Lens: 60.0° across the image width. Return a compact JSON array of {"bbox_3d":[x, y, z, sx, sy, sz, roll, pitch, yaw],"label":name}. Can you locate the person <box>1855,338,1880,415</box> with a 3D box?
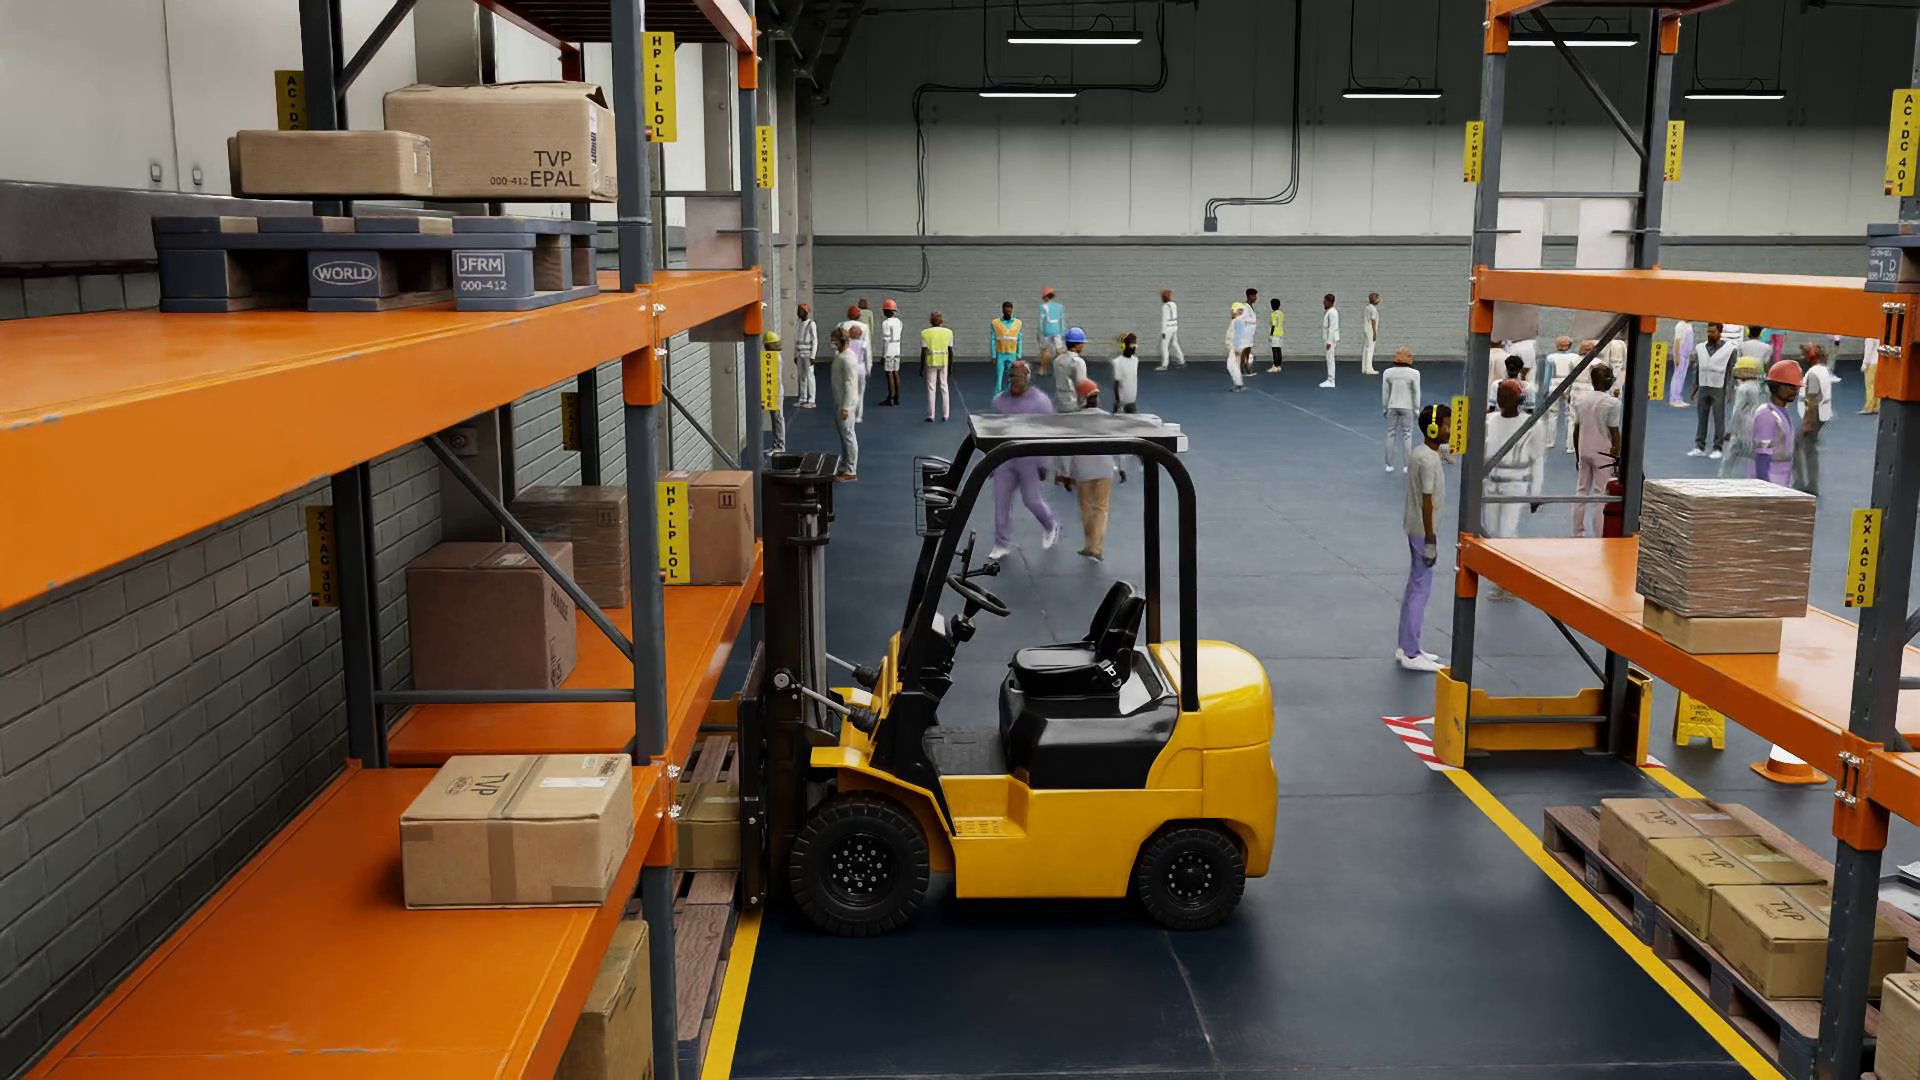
[{"bbox_3d":[15.819,-3.054,28.841,0.525,1.769,0.308,-7,12,-33],"label":"person"}]

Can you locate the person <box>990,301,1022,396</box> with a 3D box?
[{"bbox_3d":[0.834,-3.355,30.098,0.593,1.917,0.392,-2,10,-12],"label":"person"}]

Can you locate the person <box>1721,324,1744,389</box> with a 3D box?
[{"bbox_3d":[15.637,-4.002,33.797,0.576,1.882,0.355,0,10,-2],"label":"person"}]

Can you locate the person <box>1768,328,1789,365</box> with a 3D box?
[{"bbox_3d":[18.086,-4.615,36.921,0.610,1.986,0.392,2,10,13],"label":"person"}]

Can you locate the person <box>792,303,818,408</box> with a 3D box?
[{"bbox_3d":[-2.805,-3.324,30.012,0.345,1.882,0.584,-9,13,-40],"label":"person"}]

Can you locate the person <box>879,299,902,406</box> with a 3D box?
[{"bbox_3d":[-1.279,-3.419,30.383,0.350,1.942,0.545,5,11,27],"label":"person"}]

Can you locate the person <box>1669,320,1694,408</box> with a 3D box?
[{"bbox_3d":[13.048,-3.306,30.024,0.328,1.842,0.516,10,14,43],"label":"person"}]

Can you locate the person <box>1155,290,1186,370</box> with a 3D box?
[{"bbox_3d":[4.923,-4.913,38.956,0.457,1.870,0.709,7,12,33],"label":"person"}]

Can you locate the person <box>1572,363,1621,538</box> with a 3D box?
[{"bbox_3d":[6.092,-0.771,15.901,0.345,1.846,0.508,-6,12,-32],"label":"person"}]

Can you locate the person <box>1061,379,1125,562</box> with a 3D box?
[{"bbox_3d":[1.252,-0.644,15.563,0.625,1.720,0.594,0,10,1],"label":"person"}]

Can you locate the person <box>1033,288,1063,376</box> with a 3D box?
[{"bbox_3d":[1.974,-4.555,36.704,0.620,1.944,1.110,-5,11,-26],"label":"person"}]

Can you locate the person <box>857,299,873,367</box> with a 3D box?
[{"bbox_3d":[-2.313,-4.942,39.720,0.498,1.634,0.281,-1,10,-6],"label":"person"}]

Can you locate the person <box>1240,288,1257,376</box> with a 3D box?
[{"bbox_3d":[6.442,-4.644,37.171,0.377,1.958,0.602,5,11,24],"label":"person"}]

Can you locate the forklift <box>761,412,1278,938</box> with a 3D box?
[{"bbox_3d":[0.291,0.548,7.580,2.313,2.155,1.214,0,10,-2],"label":"forklift"}]

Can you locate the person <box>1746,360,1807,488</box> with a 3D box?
[{"bbox_3d":[6.625,-0.447,13.553,0.393,2.039,0.611,7,13,36],"label":"person"}]

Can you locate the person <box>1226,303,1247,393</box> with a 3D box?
[{"bbox_3d":[5.468,-3.800,32.970,0.403,1.787,0.684,2,10,11],"label":"person"}]

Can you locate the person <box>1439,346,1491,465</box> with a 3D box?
[{"bbox_3d":[6.834,-1.846,21.990,0.857,1.813,0.539,7,13,36],"label":"person"}]

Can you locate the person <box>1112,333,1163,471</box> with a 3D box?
[{"bbox_3d":[2.178,-1.752,21.447,0.557,1.815,0.983,-9,14,-42],"label":"person"}]

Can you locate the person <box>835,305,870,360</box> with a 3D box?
[{"bbox_3d":[-1.920,-3.232,29.562,0.656,1.863,0.452,0,10,1],"label":"person"}]

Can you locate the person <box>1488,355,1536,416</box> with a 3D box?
[{"bbox_3d":[6.364,-1.296,19.249,0.533,1.693,0.319,5,12,28],"label":"person"}]

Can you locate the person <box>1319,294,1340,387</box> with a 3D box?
[{"bbox_3d":[7.642,-4.115,34.328,0.376,1.916,0.600,2,10,12],"label":"person"}]

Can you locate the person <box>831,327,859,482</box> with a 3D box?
[{"bbox_3d":[-1.453,-1.686,20.749,0.373,1.935,0.628,-2,10,-13],"label":"person"}]

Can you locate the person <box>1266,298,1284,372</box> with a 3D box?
[{"bbox_3d":[7.244,-4.693,38.172,0.319,1.693,0.533,7,12,32],"label":"person"}]

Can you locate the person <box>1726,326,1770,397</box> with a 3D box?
[{"bbox_3d":[11.659,-2.319,24.556,0.518,1.842,0.833,0,10,-2],"label":"person"}]

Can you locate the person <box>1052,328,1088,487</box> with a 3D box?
[{"bbox_3d":[1.369,-1.620,20.345,0.404,1.945,0.615,-6,12,-30],"label":"person"}]

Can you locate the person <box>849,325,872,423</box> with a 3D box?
[{"bbox_3d":[-1.720,-2.732,27.447,0.531,1.629,0.362,2,10,11],"label":"person"}]

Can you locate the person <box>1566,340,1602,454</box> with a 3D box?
[{"bbox_3d":[8.752,-1.999,23.348,0.314,1.633,0.519,-9,13,-40],"label":"person"}]

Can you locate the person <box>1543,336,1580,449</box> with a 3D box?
[{"bbox_3d":[8.704,-2.131,24.055,0.513,1.637,0.313,3,11,16],"label":"person"}]

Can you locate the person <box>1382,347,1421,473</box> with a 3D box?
[{"bbox_3d":[5.720,-1.682,21.564,0.497,1.633,0.284,6,12,31],"label":"person"}]

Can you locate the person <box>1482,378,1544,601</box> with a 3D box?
[{"bbox_3d":[4.503,-0.409,13.825,0.430,1.868,0.581,-9,13,-40],"label":"person"}]

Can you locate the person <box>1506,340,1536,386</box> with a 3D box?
[{"bbox_3d":[7.499,-2.053,22.499,0.537,2.000,0.711,2,10,13],"label":"person"}]

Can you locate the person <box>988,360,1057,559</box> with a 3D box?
[{"bbox_3d":[0.571,-0.773,15.860,0.660,1.870,0.788,5,12,28],"label":"person"}]

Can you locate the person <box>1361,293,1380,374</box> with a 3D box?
[{"bbox_3d":[9.295,-4.667,37.615,0.327,1.840,0.517,-1,10,-7],"label":"person"}]

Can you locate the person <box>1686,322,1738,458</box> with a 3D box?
[{"bbox_3d":[10.446,-2.094,23.066,0.371,1.916,0.597,-8,13,-36],"label":"person"}]

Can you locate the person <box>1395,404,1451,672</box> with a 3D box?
[{"bbox_3d":[3.267,-0.024,11.673,0.310,1.868,0.532,1,10,7],"label":"person"}]

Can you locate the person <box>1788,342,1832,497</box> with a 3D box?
[{"bbox_3d":[9.886,-1.408,19.483,0.583,1.824,0.616,7,12,33],"label":"person"}]

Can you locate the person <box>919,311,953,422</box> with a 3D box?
[{"bbox_3d":[-0.388,-2.875,27.615,0.574,1.843,0.374,-4,11,-19],"label":"person"}]

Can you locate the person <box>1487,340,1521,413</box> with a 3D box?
[{"bbox_3d":[6.495,-1.615,20.208,0.610,1.986,0.393,5,11,26],"label":"person"}]

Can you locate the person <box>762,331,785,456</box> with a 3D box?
[{"bbox_3d":[-2.624,-2.053,23.330,0.298,1.743,0.484,-3,11,-14],"label":"person"}]
